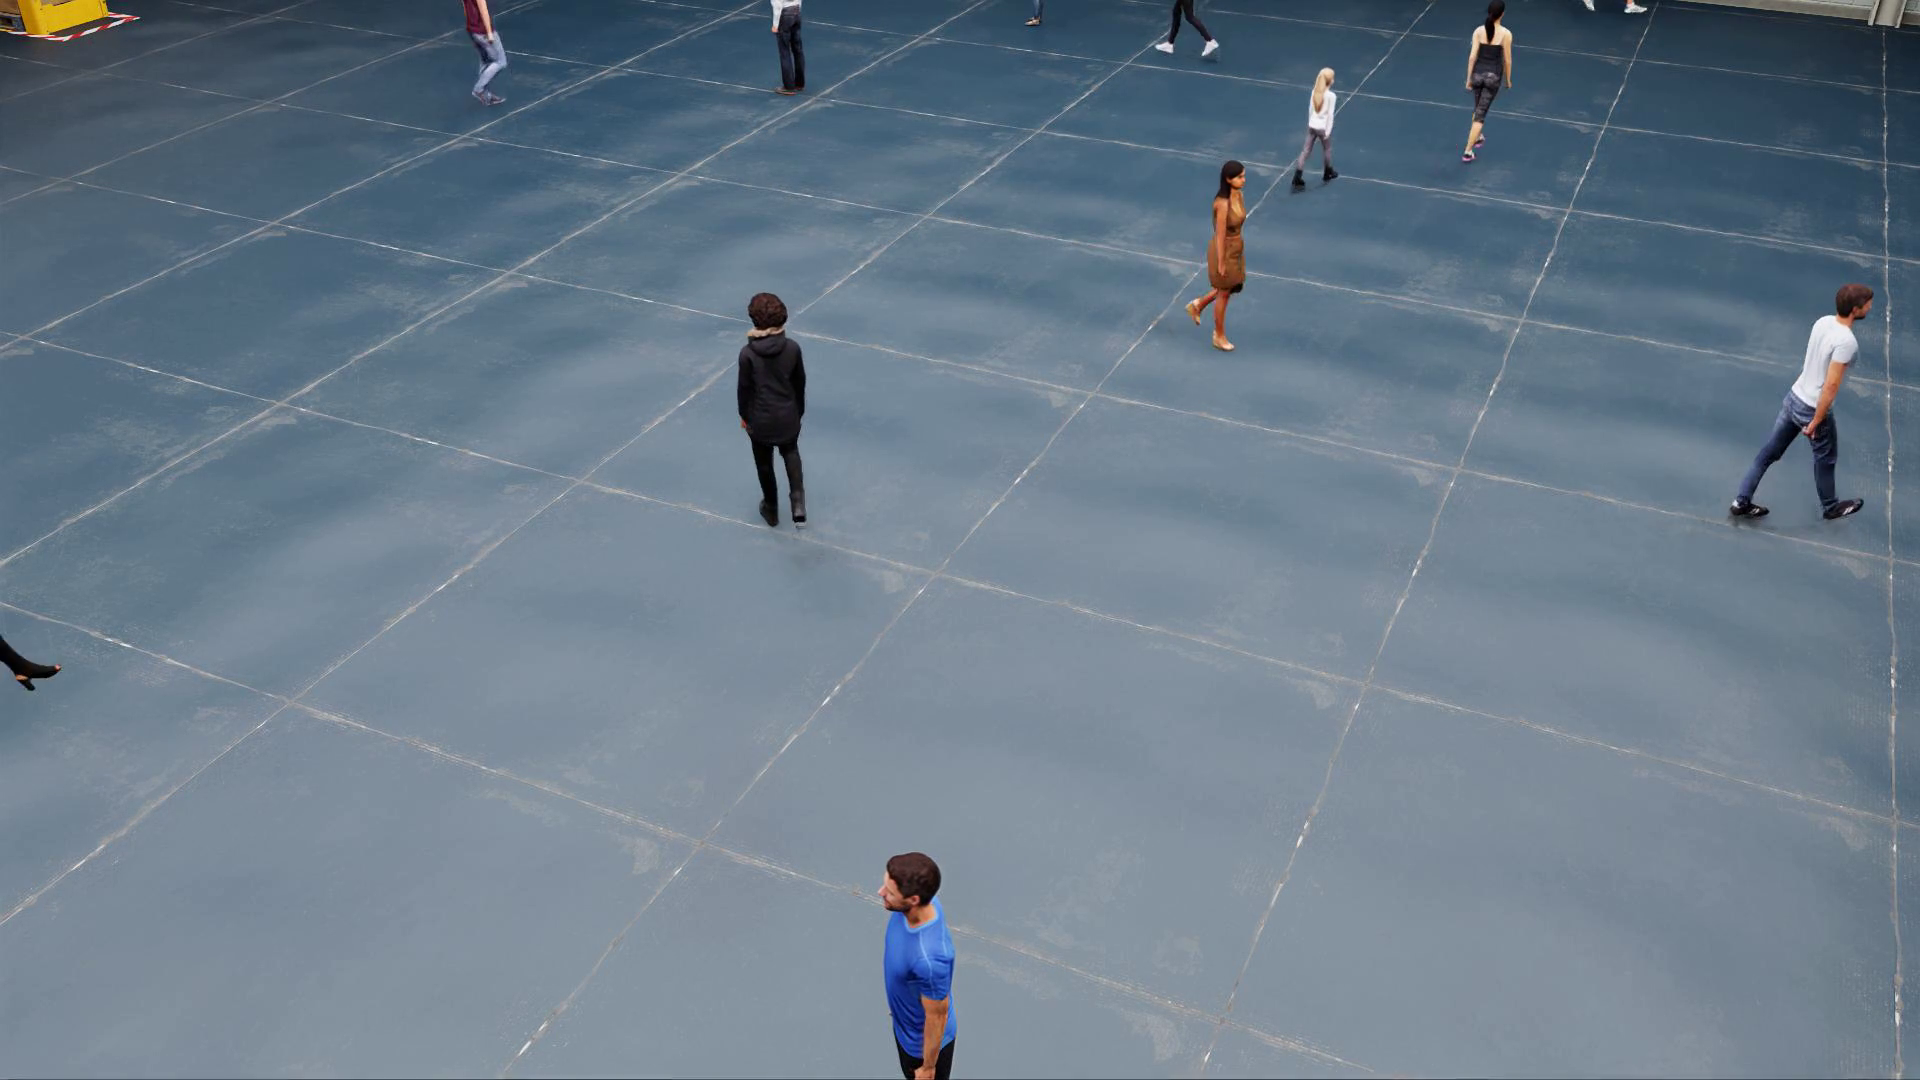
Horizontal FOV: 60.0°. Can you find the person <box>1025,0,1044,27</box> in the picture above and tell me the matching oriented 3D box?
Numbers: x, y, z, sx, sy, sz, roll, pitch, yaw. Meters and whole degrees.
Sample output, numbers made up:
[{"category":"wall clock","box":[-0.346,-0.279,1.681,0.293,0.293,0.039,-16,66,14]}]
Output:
[{"category":"person","box":[1.060,-7.823,23.061,0.508,1.311,0.492,12,34,18]}]

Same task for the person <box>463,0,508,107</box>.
[{"category":"person","box":[-5.756,-6.045,19.748,0.868,1.839,0.784,-26,41,-35]}]

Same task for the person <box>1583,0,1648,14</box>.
[{"category":"person","box":[9.295,-8.310,23.350,1.256,1.827,0.886,6,33,9]}]

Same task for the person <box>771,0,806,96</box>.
[{"category":"person","box":[-2.106,-6.382,20.301,0.626,1.820,0.692,22,38,30]}]

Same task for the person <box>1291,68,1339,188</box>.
[{"category":"person","box":[3.747,-4.319,17.570,0.778,1.244,0.909,-28,41,-36]}]

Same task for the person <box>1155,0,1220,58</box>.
[{"category":"person","box":[3.010,-7.107,21.546,1.107,1.716,0.575,15,35,22]}]

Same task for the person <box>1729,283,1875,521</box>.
[{"category":"person","box":[5.848,-0.918,11.635,1.219,1.824,1.023,-4,32,-6]}]

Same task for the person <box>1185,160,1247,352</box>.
[{"category":"person","box":[2.194,-2.418,14.151,0.792,1.676,0.634,20,37,29]}]

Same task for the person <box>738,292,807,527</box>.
[{"category":"person","box":[-1.275,-0.843,11.570,0.873,1.766,0.937,-12,34,-19]}]

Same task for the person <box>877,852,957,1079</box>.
[{"category":"person","box":[-0.153,2.020,6.935,0.745,1.868,0.700,-8,33,-13]}]

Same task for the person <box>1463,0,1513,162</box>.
[{"category":"person","box":[5.724,-4.994,18.211,0.969,1.701,0.772,22,39,31]}]
